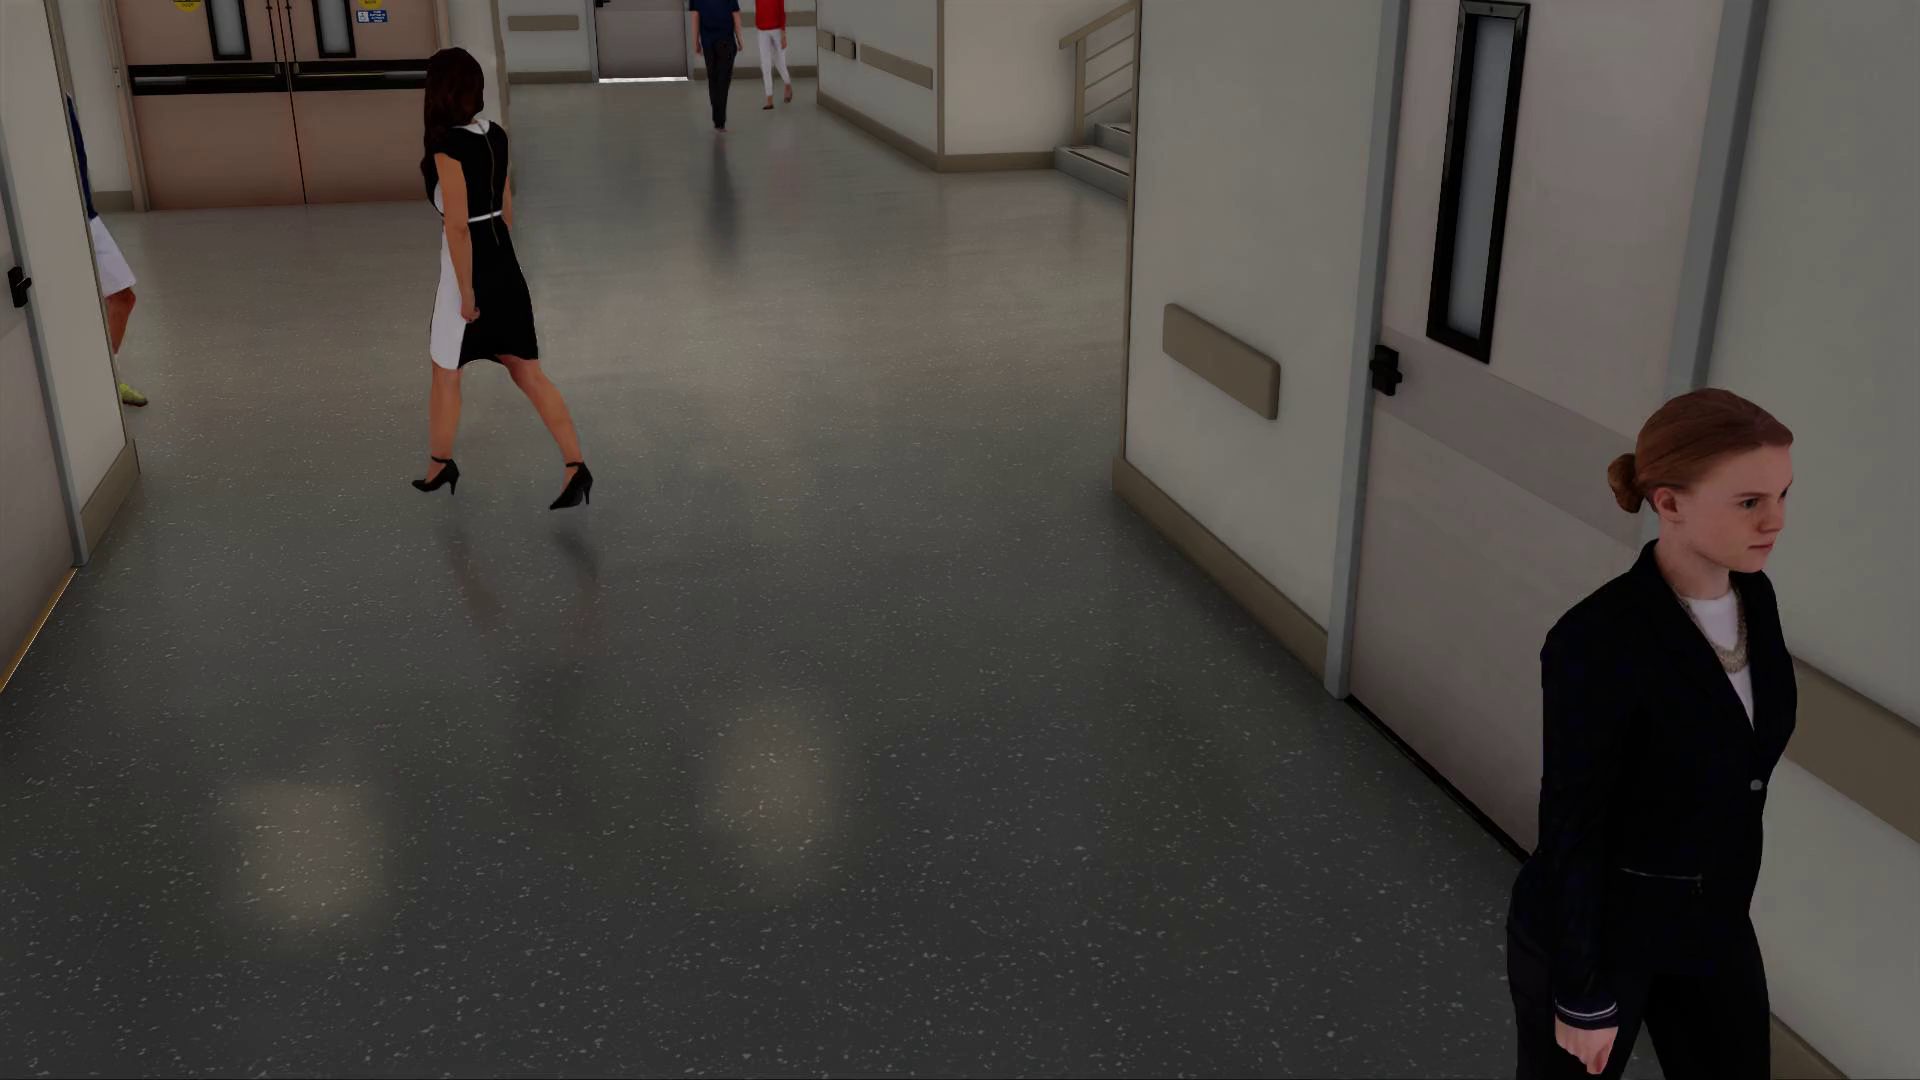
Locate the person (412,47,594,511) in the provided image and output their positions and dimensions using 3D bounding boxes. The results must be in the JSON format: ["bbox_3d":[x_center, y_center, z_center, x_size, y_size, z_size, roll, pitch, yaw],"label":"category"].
[{"bbox_3d":[-1.731,-0.915,6.326,1.185,1.747,1.057,9,23,22],"label":"person"}]

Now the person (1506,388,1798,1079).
[{"bbox_3d":[0.933,0.572,2.512,0.802,1.668,0.816,-13,24,-30],"label":"person"}]

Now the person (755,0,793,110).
[{"bbox_3d":[-2.216,-6.014,19.904,1.087,1.665,0.922,3,21,8],"label":"person"}]

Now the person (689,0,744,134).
[{"bbox_3d":[-2.541,-5.159,17.423,1.240,1.825,1.052,3,21,7],"label":"person"}]
